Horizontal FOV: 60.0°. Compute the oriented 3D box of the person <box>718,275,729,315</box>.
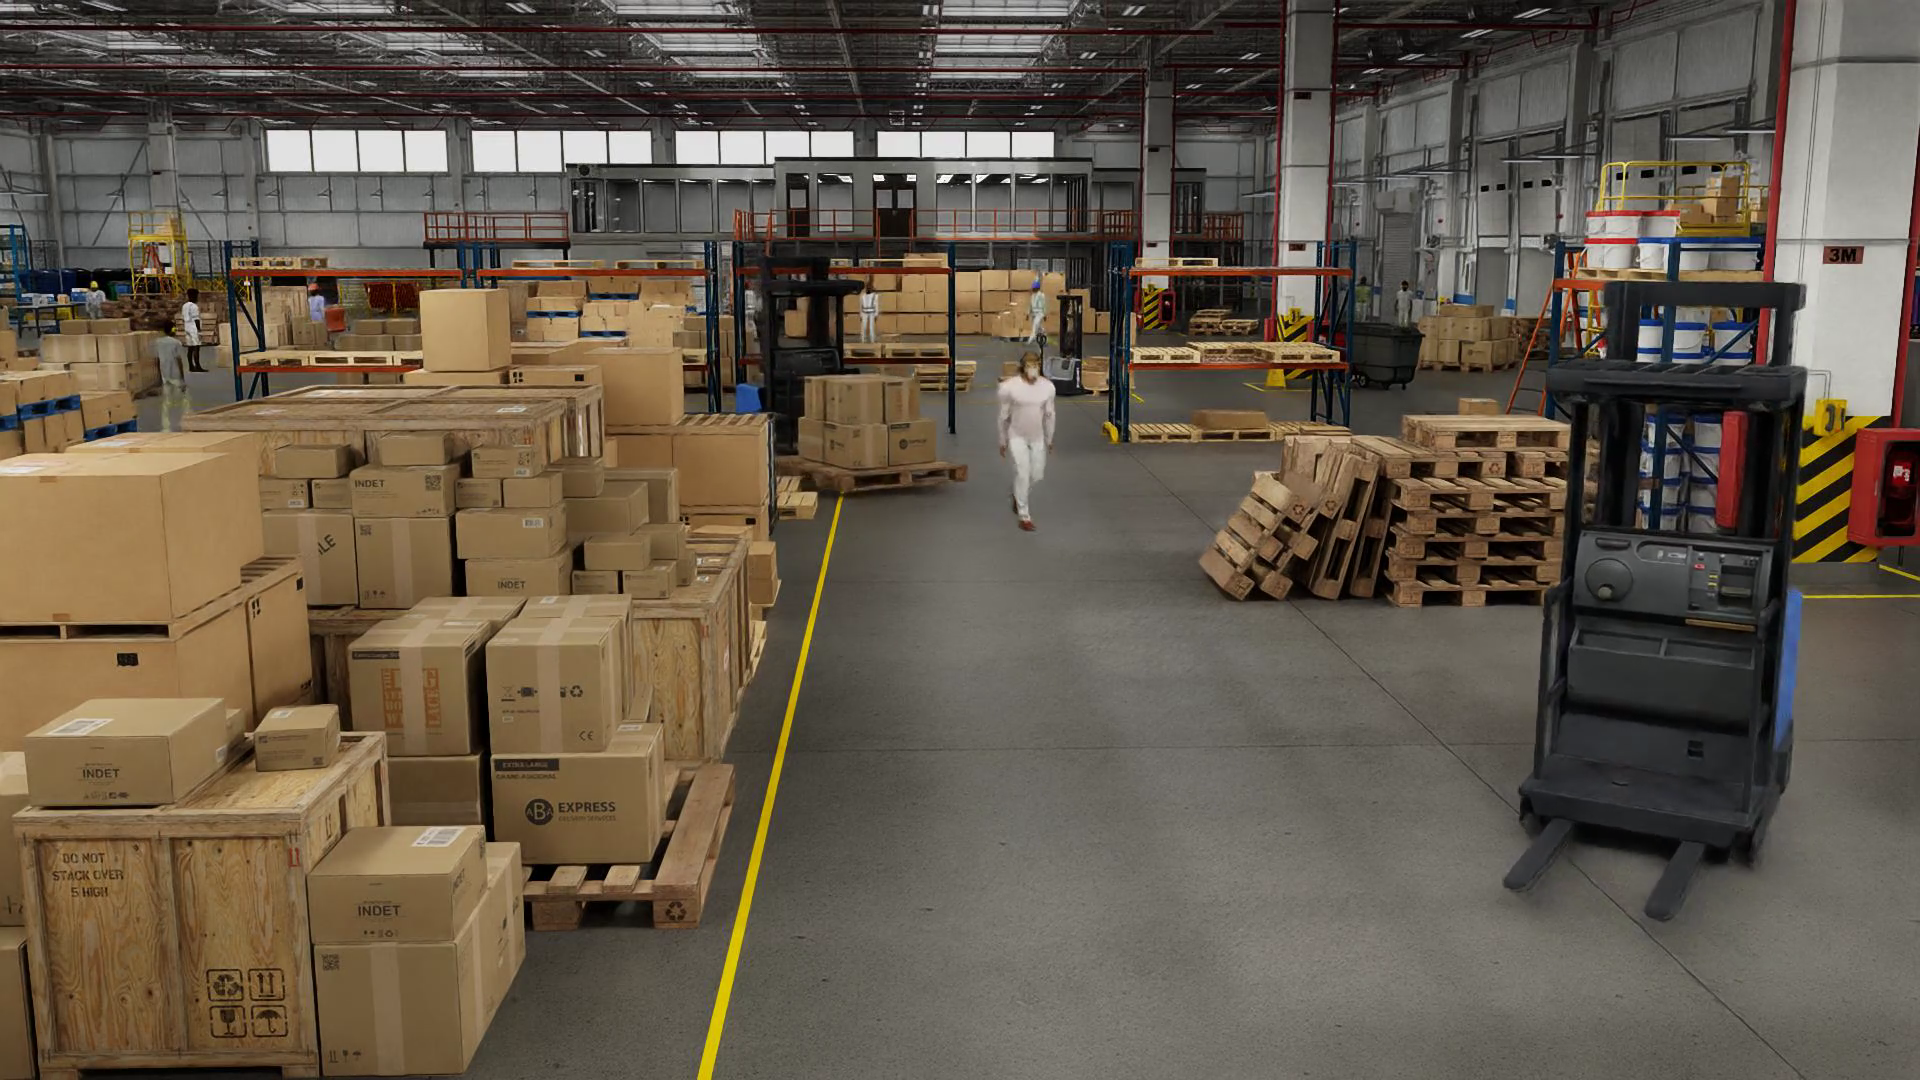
[{"bbox_3d":[-8.158,-8.151,57.179,1.014,1.882,0.567,-4,11,-23],"label":"person"}]

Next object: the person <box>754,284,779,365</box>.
[{"bbox_3d":[-4.822,-5.326,40.991,0.539,2.000,0.689,7,12,34],"label":"person"}]

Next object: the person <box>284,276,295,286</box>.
[{"bbox_3d":[-28.010,-10.295,69.502,0.494,1.743,0.307,-10,14,-44],"label":"person"}]

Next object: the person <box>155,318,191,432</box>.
[{"bbox_3d":[-12.216,-2.524,25.938,0.556,1.836,0.800,2,10,13],"label":"person"}]

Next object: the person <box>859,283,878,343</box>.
[{"bbox_3d":[-2.636,-6.393,47.463,0.580,1.856,0.836,3,10,14],"label":"person"}]

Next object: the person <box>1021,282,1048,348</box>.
[{"bbox_3d":[2.160,-6.452,47.677,1.015,1.890,0.644,-6,12,-31],"label":"person"}]

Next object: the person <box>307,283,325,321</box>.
[{"bbox_3d":[-17.527,-6.046,45.333,0.560,1.918,0.499,4,11,19],"label":"person"}]

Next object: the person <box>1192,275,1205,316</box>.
[{"bbox_3d":[9.277,-9.463,64.580,0.513,1.844,0.328,6,12,31],"label":"person"}]

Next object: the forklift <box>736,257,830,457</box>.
[{"bbox_3d":[-2.211,-2.396,22.326,1.129,2.768,1.873,-6,12,-30],"label":"forklift"}]

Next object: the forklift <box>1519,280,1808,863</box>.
[{"bbox_3d":[3.870,0.019,8.874,1.129,2.768,1.873,6,12,32],"label":"forklift"}]

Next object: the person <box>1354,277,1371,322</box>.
[{"bbox_3d":[14.058,-8.266,58.004,0.660,1.806,0.875,1,10,8],"label":"person"}]

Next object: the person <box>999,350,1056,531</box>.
[{"bbox_3d":[0.685,-1.080,17.697,0.636,1.916,0.689,-4,11,-19],"label":"person"}]

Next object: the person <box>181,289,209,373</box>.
[{"bbox_3d":[-17.704,-4.826,38.433,0.602,1.959,0.379,8,13,38],"label":"person"}]

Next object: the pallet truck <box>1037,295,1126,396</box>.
[{"bbox_3d":[2.483,-3.881,33.060,1.885,1.965,0.823,-7,13,-36],"label":"pallet truck"}]

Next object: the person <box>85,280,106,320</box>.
[{"bbox_3d":[-27.234,-7.266,52.411,0.606,1.816,0.419,-3,11,-17],"label":"person"}]

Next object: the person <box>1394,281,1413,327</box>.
[{"bbox_3d":[13.549,-6.994,50.889,0.518,1.826,0.957,4,11,21],"label":"person"}]

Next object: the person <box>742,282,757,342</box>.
[{"bbox_3d":[-6.438,-6.918,50.475,0.588,1.831,1.013,-8,13,-38],"label":"person"}]
